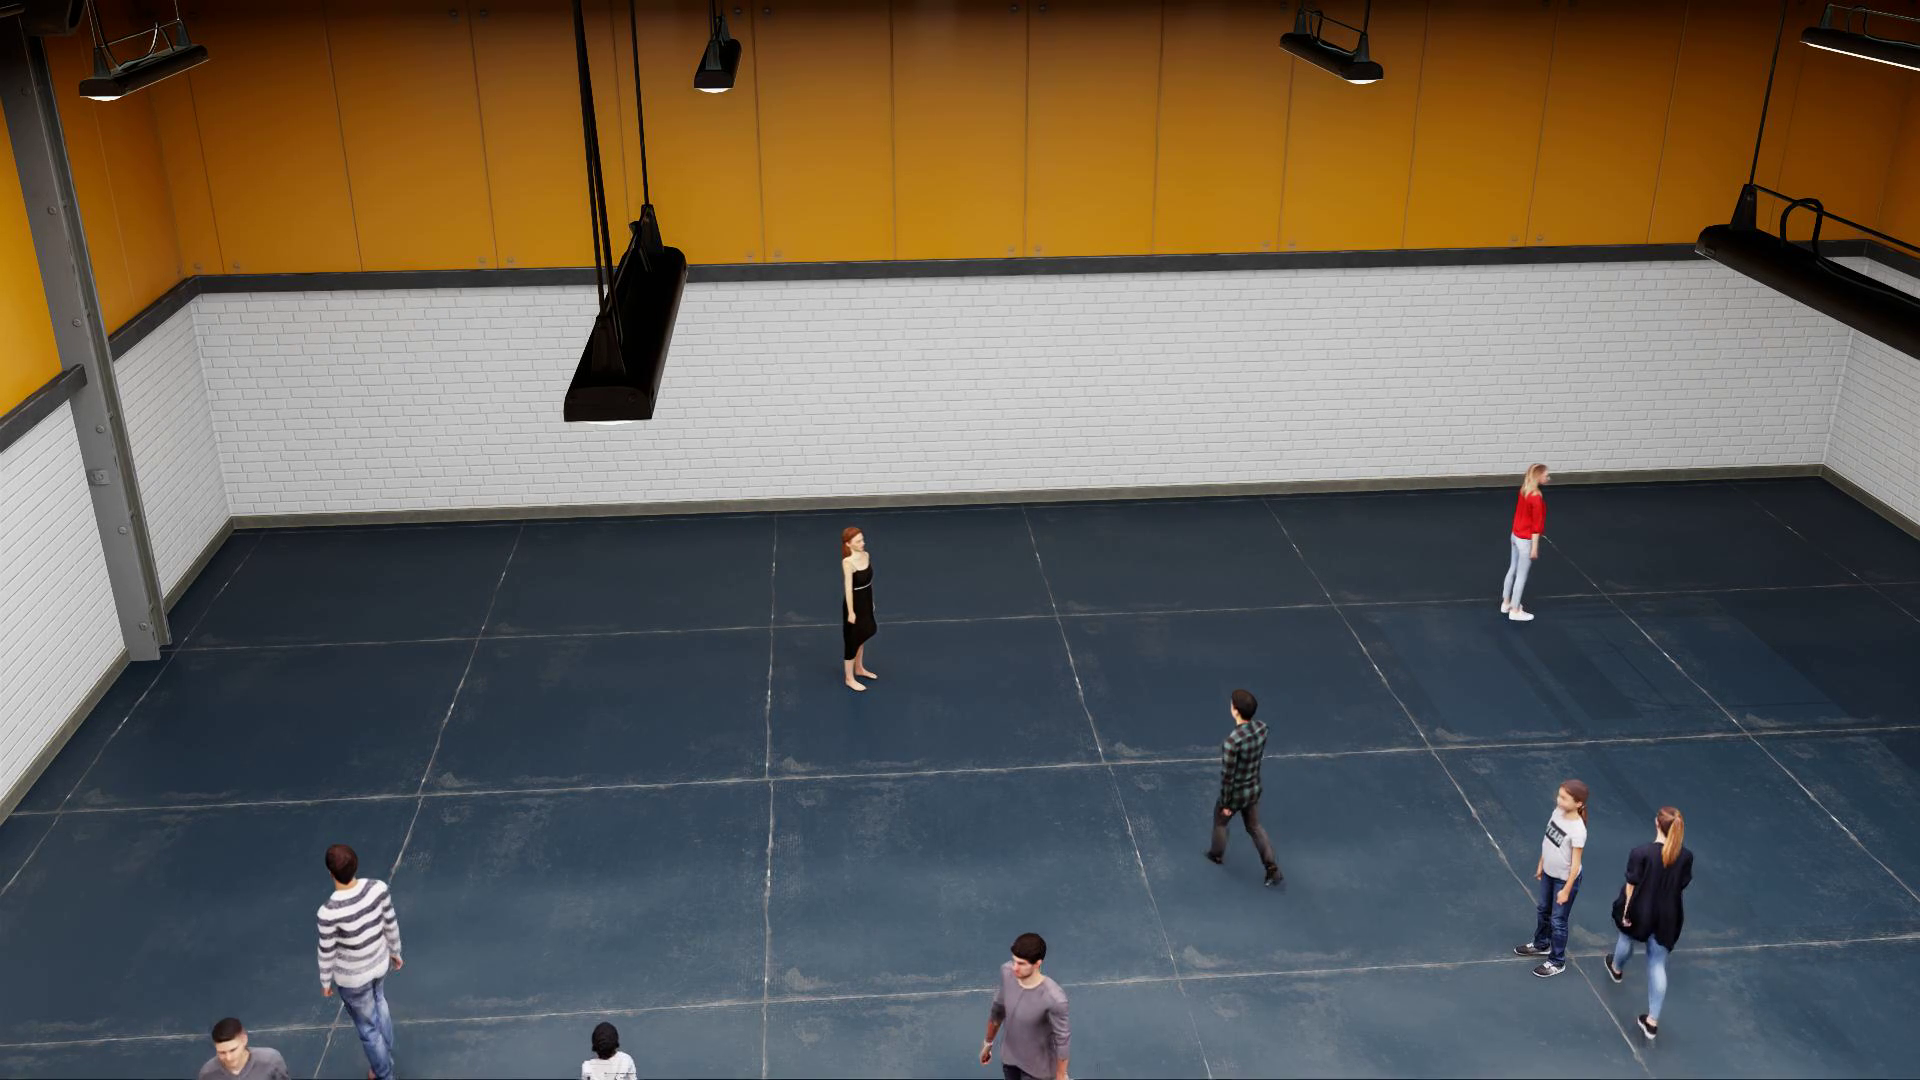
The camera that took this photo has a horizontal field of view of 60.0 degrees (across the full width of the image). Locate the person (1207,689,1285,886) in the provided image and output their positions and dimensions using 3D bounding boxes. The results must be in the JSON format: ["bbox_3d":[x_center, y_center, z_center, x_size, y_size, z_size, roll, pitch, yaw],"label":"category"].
[{"bbox_3d":[2.256,1.972,13.049,0.997,1.693,1.149,-15,28,-30],"label":"person"}]

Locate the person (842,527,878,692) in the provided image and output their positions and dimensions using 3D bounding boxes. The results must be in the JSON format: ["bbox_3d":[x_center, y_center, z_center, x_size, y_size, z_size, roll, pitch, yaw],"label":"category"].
[{"bbox_3d":[-0.991,0.629,15.945,0.728,1.625,0.649,11,26,24],"label":"person"}]

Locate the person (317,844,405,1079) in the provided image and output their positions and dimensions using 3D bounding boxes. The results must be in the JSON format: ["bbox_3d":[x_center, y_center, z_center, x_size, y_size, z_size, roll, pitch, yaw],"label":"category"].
[{"bbox_3d":[-3.789,2.799,10.712,0.907,1.839,0.845,17,29,34],"label":"person"}]

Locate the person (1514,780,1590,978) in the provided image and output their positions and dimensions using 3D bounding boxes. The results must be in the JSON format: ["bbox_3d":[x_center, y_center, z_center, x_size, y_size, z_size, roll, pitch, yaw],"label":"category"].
[{"bbox_3d":[4.319,2.399,11.973,0.620,1.563,0.499,-6,24,-13],"label":"person"}]

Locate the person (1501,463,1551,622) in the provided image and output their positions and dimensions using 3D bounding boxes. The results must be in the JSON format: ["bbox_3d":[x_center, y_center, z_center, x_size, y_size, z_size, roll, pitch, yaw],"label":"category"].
[{"bbox_3d":[5.868,0.004,17.272,0.671,1.706,0.433,-2,24,-5],"label":"person"}]

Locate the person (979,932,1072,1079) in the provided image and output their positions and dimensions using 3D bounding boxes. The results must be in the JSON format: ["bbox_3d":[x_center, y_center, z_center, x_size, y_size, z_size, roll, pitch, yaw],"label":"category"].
[{"bbox_3d":[0.476,3.092,10.046,0.896,1.836,0.809,-18,29,-35],"label":"person"}]

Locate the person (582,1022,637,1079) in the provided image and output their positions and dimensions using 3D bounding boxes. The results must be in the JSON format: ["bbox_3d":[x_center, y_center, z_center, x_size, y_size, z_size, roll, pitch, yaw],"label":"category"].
[{"bbox_3d":[-2.076,3.470,9.936,0.642,1.232,0.875,-10,26,-22],"label":"person"}]

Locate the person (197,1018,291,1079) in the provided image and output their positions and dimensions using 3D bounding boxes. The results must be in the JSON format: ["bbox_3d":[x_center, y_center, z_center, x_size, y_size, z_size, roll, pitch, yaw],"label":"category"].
[{"bbox_3d":[-4.009,3.384,9.511,0.766,1.729,1.054,-7,25,-16],"label":"person"}]

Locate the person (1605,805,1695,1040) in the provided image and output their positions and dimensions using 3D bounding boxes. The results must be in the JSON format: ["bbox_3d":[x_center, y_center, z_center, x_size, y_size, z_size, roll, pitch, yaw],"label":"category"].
[{"bbox_3d":[4.751,2.620,11.370,0.786,1.639,1.155,3,24,6],"label":"person"}]
